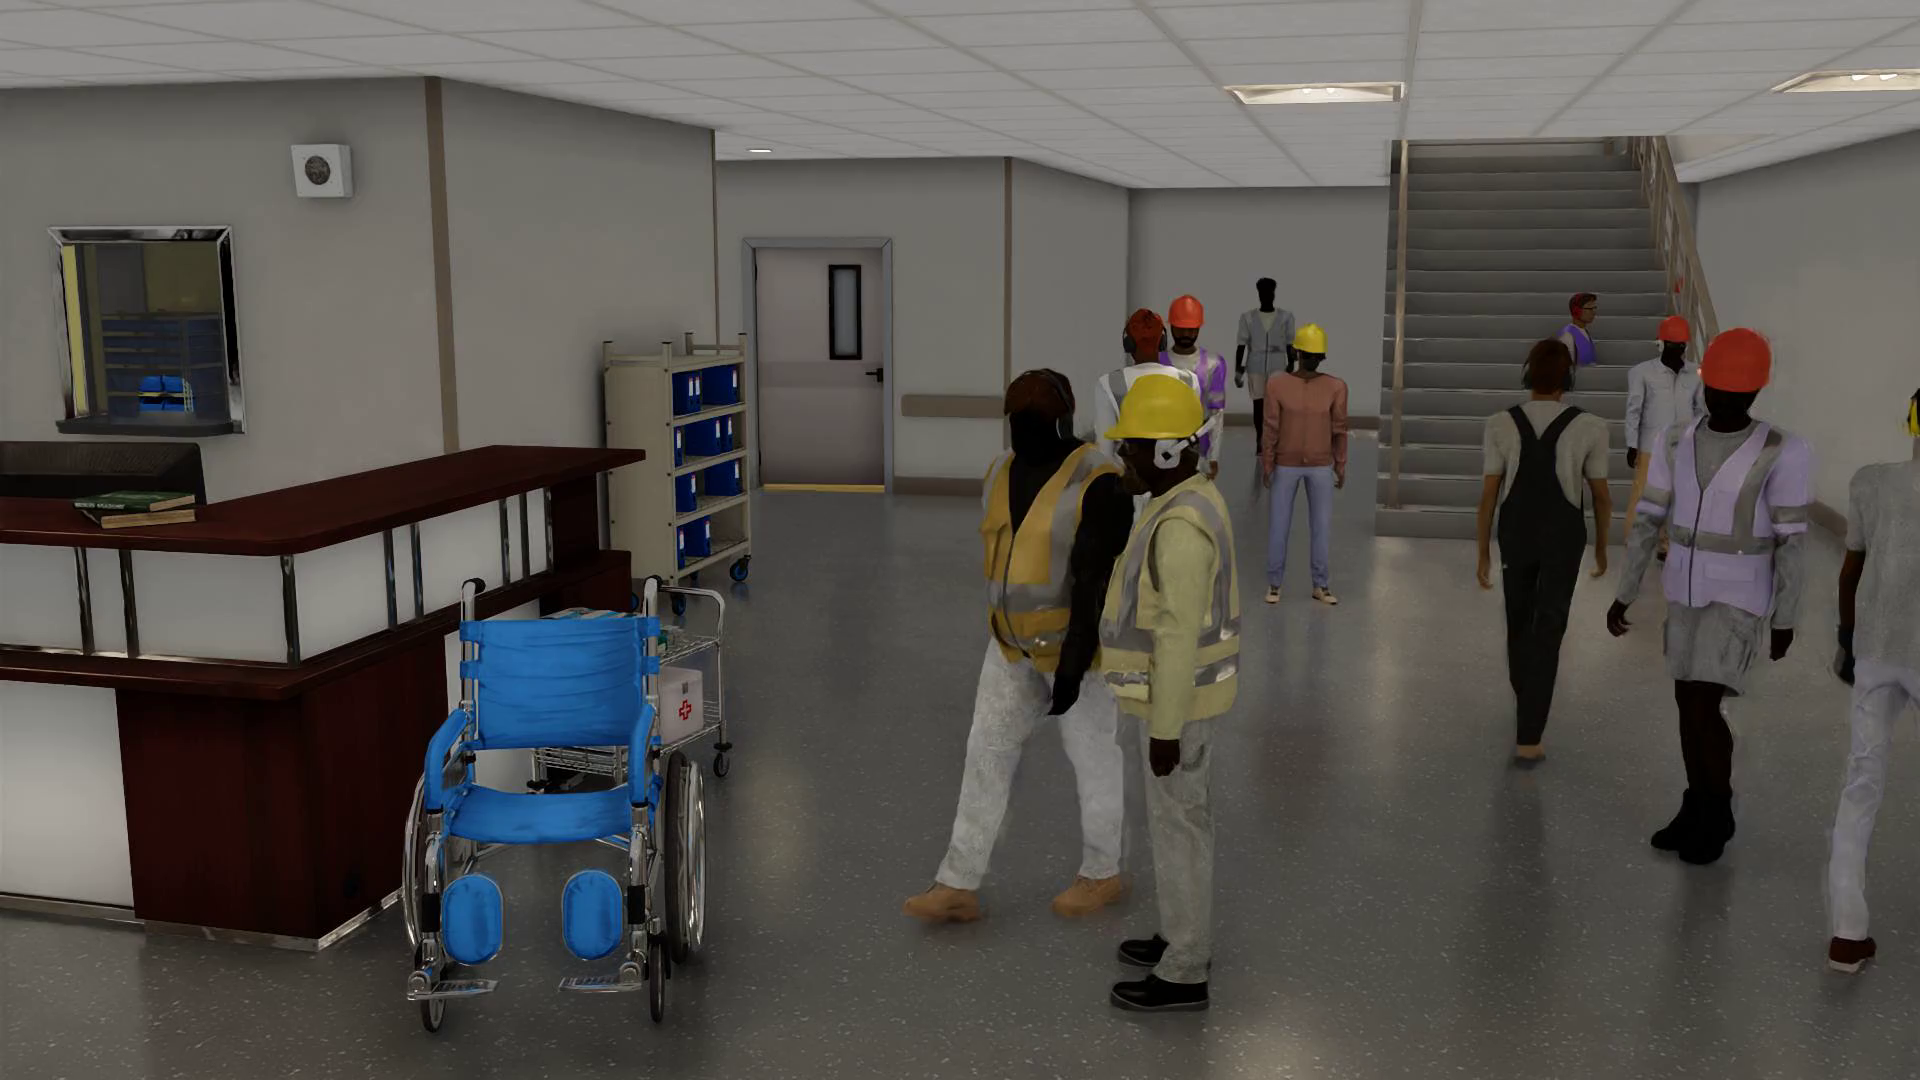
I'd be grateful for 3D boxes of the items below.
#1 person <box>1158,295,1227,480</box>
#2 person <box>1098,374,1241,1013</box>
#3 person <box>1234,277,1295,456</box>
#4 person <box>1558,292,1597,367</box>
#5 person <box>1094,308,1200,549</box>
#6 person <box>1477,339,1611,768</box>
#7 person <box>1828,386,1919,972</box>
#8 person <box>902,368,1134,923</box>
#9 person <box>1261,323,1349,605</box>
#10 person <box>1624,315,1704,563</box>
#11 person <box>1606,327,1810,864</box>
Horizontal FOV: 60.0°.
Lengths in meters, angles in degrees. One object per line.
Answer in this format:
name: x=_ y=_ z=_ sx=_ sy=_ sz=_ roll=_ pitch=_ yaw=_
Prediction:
person: x=1.382 y=-0.559 z=10.361 sx=0.537 sy=1.914 sz=0.518 roll=0 pitch=10 yaw=0
person: x=0.600 y=0.437 z=4.794 sx=0.404 sy=1.825 sz=0.596 roll=1 pitch=10 yaw=9
person: x=3.245 y=-1.817 z=17.721 sx=0.637 sy=1.921 sz=0.935 roll=2 pitch=10 yaw=12
person: x=5.372 y=-1.238 z=14.576 sx=0.389 sy=1.846 sz=0.566 roll=6 pitch=11 yaw=31
person: x=0.965 y=-0.256 z=8.673 sx=0.572 sy=1.887 sz=0.356 roll=-2 pitch=10 yaw=-12
person: x=2.555 y=0.026 z=7.273 sx=0.519 sy=1.790 sz=0.985 roll=5 pitch=11 yaw=29
person: x=2.961 y=0.374 z=5.148 sx=0.957 sy=1.818 sz=0.541 roll=-9 pitch=13 yaw=-42
person: x=0.209 y=0.367 z=5.253 sx=0.859 sy=1.796 sz=0.626 roll=-9 pitch=13 yaw=-43
person: x=2.128 y=-0.457 z=10.274 sx=0.533 sy=1.756 sz=0.368 roll=1 pitch=10 yaw=4
person: x=4.895 y=-0.675 z=11.531 sx=0.564 sy=1.751 sz=0.342 roll=-1 pitch=10 yaw=-5
person: x=2.634 y=0.205 z=5.890 sx=0.530 sy=1.907 sz=0.587 roll=-6 pitch=11 yaw=-30
